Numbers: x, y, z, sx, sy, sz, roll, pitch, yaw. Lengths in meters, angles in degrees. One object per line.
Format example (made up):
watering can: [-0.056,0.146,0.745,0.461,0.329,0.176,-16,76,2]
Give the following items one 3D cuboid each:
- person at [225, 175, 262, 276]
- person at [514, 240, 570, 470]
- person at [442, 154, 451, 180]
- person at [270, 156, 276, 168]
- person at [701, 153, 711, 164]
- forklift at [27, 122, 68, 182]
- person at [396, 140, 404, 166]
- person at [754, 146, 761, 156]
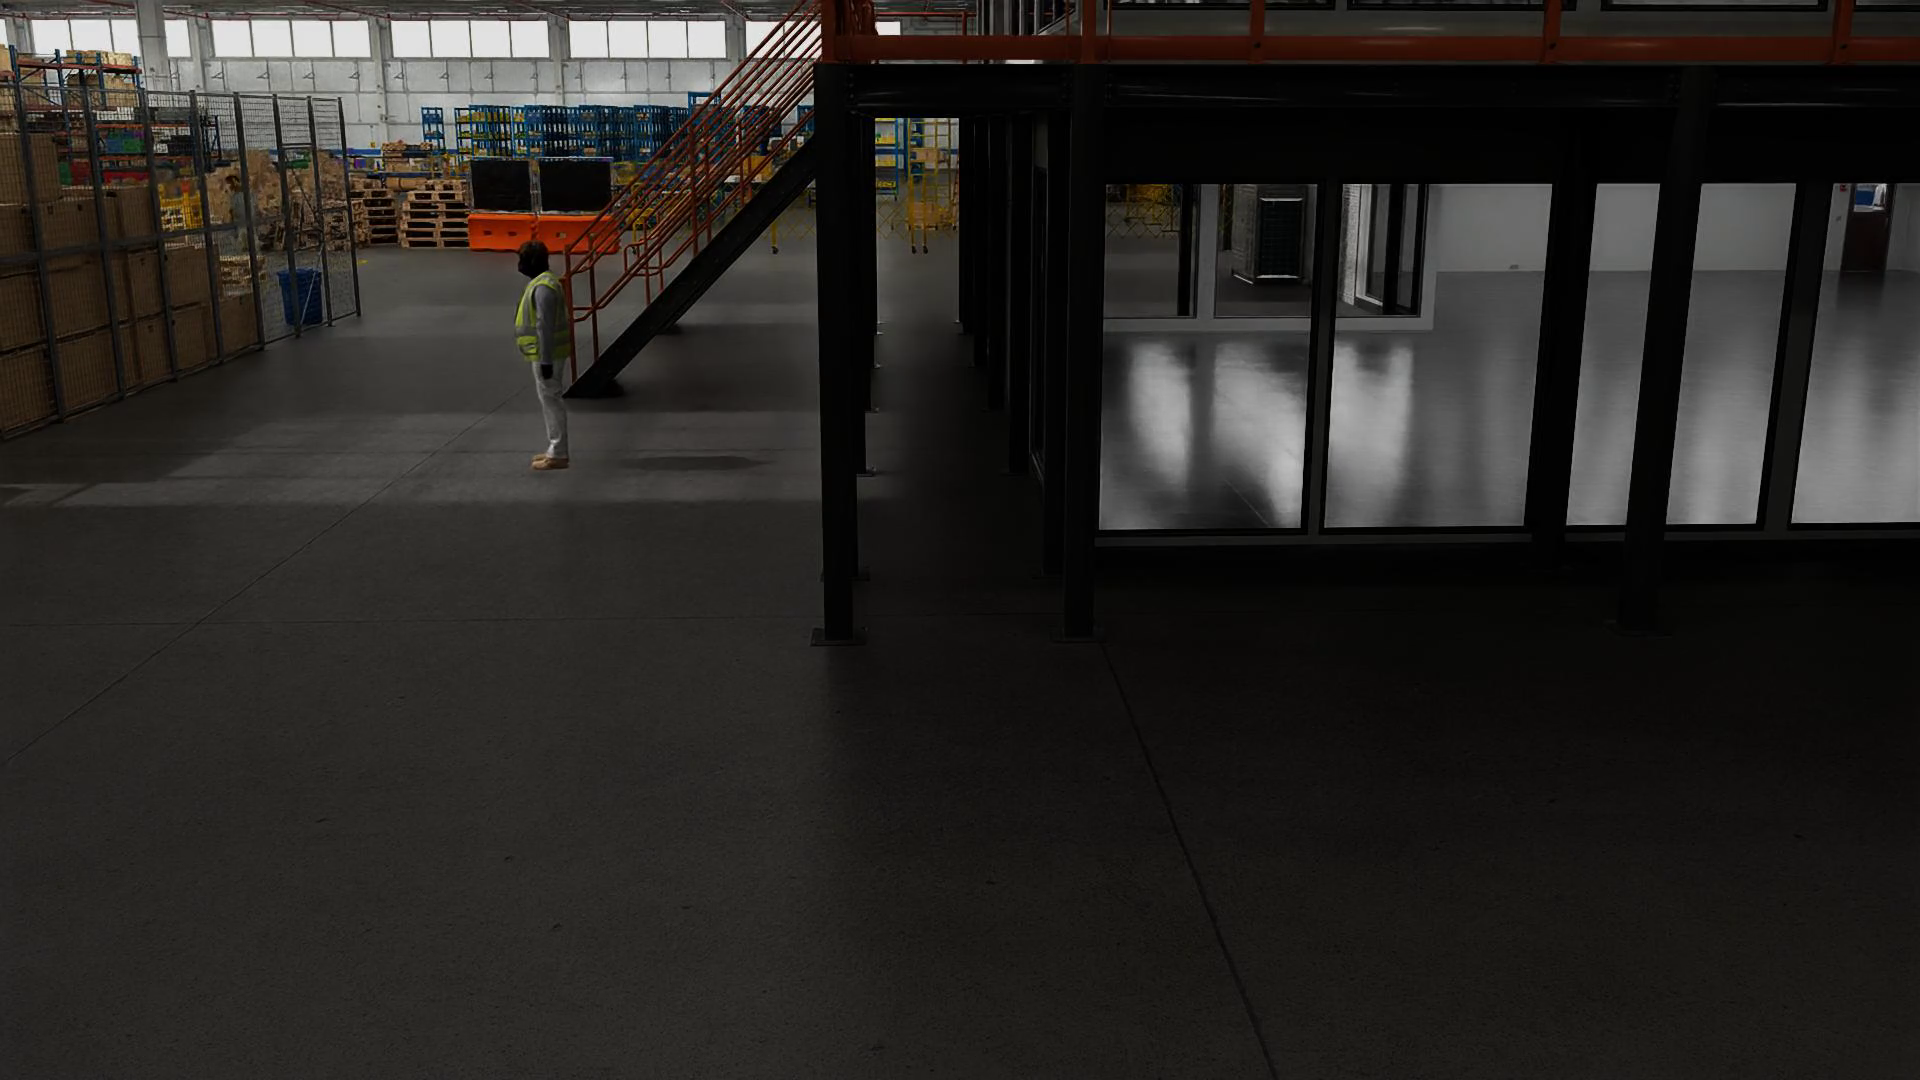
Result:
person: [-13.027,-5.696,30.235,0.661,1.837,0.362,0,14,-1]
person: [-3.361,-1.486,13.405,0.431,1.835,0.622,-4,15,-16]
person: [-17.140,-12.009,55.607,0.327,1.761,0.522,-2,14,-9]
person: [-23.931,-12.482,57.651,0.538,1.684,0.388,0,14,1]
person: [-11.390,-16.894,74.843,0.432,1.894,0.669,2,14,8]
forklift: [-35.376,-14.773,64.377,1.129,2.768,1.873,-1,14,-2]
person: [-27.592,-18.734,82.044,0.672,1.974,0.449,12,19,41]
person: [-8.856,-16.440,73.265,0.942,1.777,0.611,0,14,1]
